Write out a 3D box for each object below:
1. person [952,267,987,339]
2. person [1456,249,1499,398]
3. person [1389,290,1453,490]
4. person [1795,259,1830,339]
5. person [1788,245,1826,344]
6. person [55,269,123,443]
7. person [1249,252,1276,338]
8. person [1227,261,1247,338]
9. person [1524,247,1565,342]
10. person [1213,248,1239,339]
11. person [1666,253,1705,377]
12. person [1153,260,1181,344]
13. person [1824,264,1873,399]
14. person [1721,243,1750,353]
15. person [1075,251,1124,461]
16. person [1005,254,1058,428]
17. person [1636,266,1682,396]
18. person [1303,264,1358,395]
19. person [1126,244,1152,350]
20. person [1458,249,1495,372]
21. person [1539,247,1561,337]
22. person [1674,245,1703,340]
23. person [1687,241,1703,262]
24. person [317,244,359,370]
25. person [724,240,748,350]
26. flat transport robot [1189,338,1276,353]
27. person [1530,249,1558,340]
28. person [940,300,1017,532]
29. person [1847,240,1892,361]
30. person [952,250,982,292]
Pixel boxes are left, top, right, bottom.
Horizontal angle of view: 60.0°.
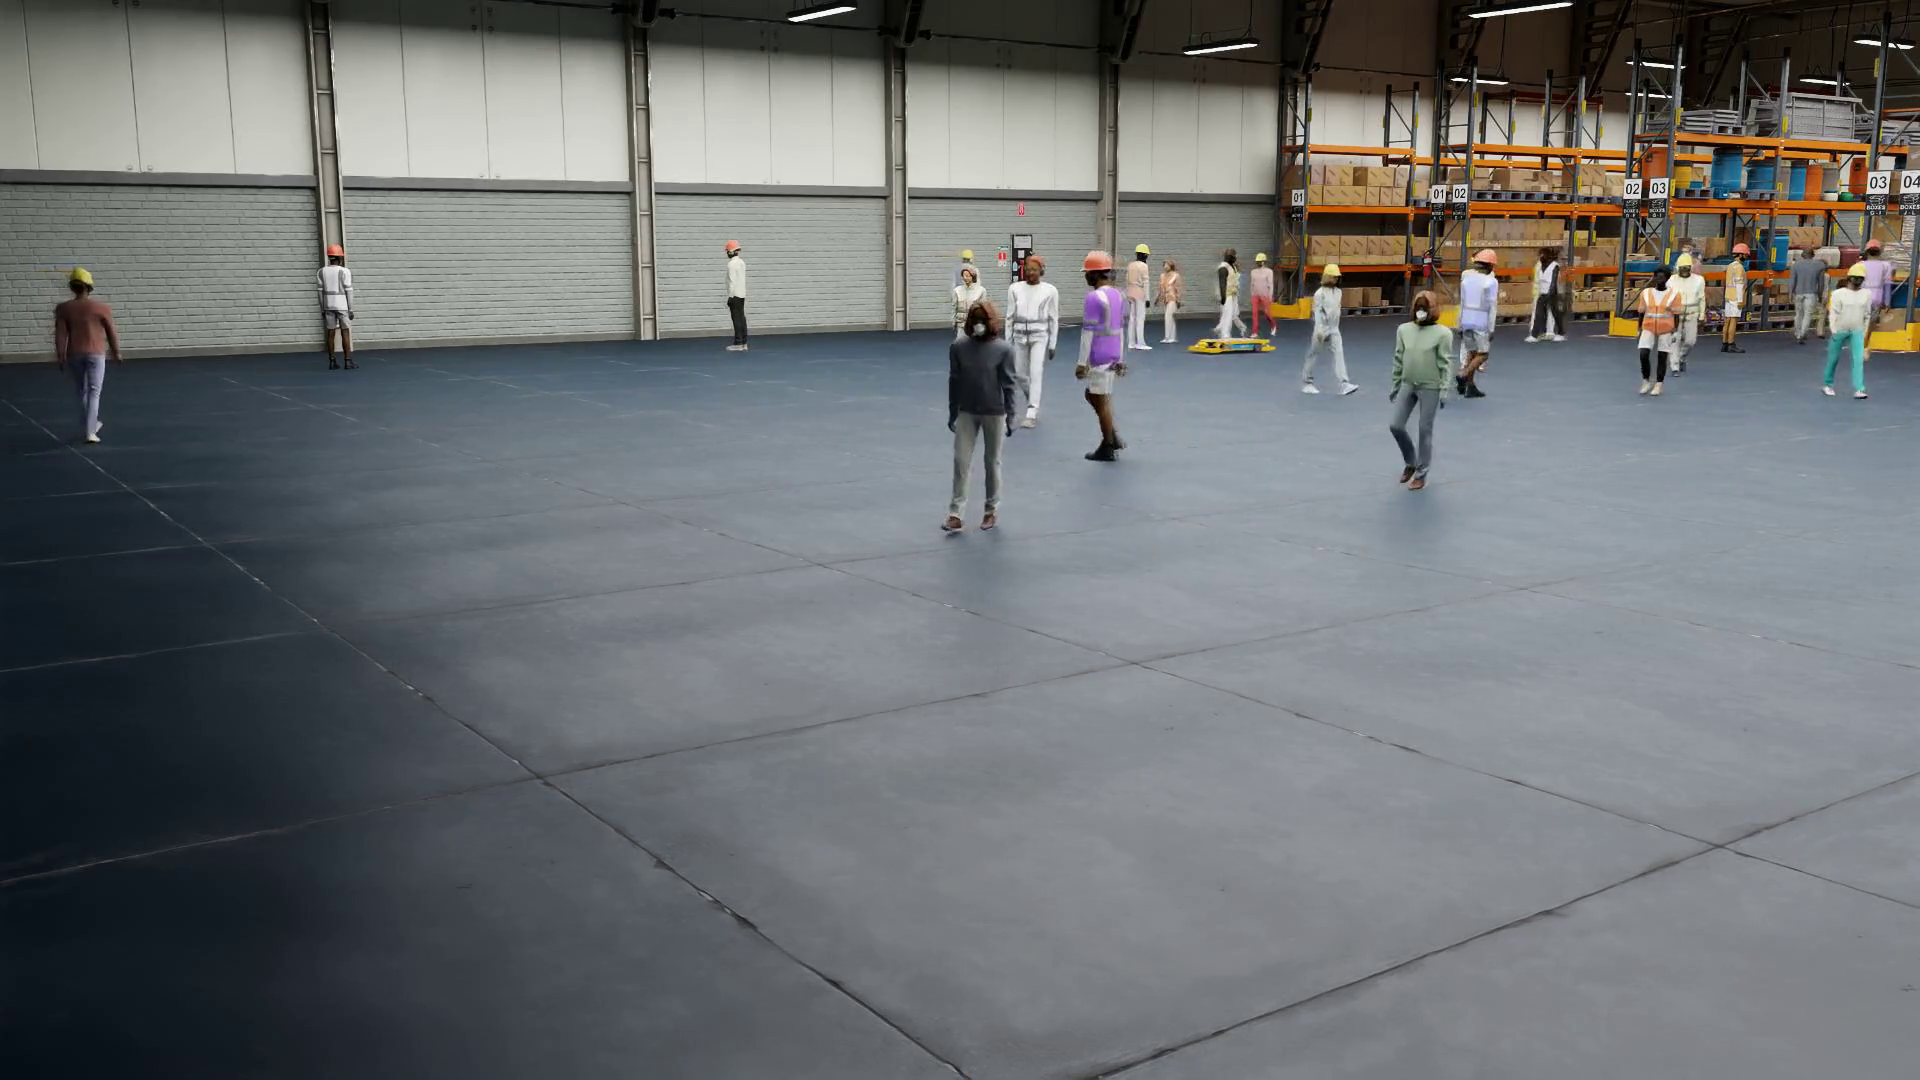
[{"bbox_3d":[0.134,-2.969,23.133,0.515,1.640,0.315,4,11,22],"label":"person"},{"bbox_3d":[6.519,-2.735,21.116,0.665,1.910,0.579,-7,13,-35],"label":"person"},{"bbox_3d":[3.738,-1.215,13.533,0.531,1.620,0.328,9,14,41],"label":"person"},{"bbox_3d":[17.243,-4.851,33.542,0.606,1.618,0.505,-3,11,-17],"label":"person"},{"bbox_3d":[16.306,-4.728,32.095,0.623,1.905,1.005,7,12,33],"label":"person"},{"bbox_3d":[-8.802,-1.860,16.824,0.538,1.726,0.882,-2,10,-9],"label":"person"},{"bbox_3d":[6.226,-5.027,34.144,0.528,1.743,0.722,8,13,38],"label":"person"},{"bbox_3d":[5.497,-4.827,33.382,0.634,1.614,0.520,-4,11,-21],"label":"person"},{"bbox_3d":[11.604,-4.836,32.793,1.015,1.867,0.584,-5,12,-27],"label":"person"},{"bbox_3d":[5.244,-4.793,32.622,0.451,1.826,0.647,5,11,25],"label":"person"},{"bbox_3d":[10.649,-3.312,24.530,0.609,1.814,0.470,2,11,13],"label":"person"},{"bbox_3d":[3.975,-4.588,32.095,0.710,1.611,0.526,-7,12,-34],"label":"person"},{"bbox_3d":[11.412,-2.683,21.367,0.533,1.715,0.930,1,10,7],"label":"person"},{"bbox_3d":[13.813,-4.299,29.603,0.352,1.941,0.543,1,10,4],"label":"person"},{"bbox_3d":[1.283,-1.677,15.275,0.432,1.921,0.542,5,12,27],"label":"person"},{"bbox_3d":[0.793,-2.171,18.131,0.594,1.867,0.689,4,11,22],"label":"person"},{"bbox_3d":[8.993,-2.689,21.456,0.555,1.677,0.518,7,12,34],"label":"person"},{"bbox_3d":[4.811,-2.730,21.647,0.503,1.690,0.917,-6,12,-30],"label":"person"},{"bbox_3d":[3.285,-4.440,30.431,0.382,1.919,0.584,-6,12,-29],"label":"person"},{"bbox_3d":[7.864,-3.492,25.359,0.513,1.876,0.325,2,10,9],"label":"person"},{"bbox_3d":[12.076,-5.048,33.988,0.345,1.840,0.504,-2,11,-10],"label":"person"},{"bbox_3d":[14.414,-4.919,33.112,0.424,1.891,0.674,-6,12,-28],"label":"person"},{"bbox_3d":[18.059,-6.412,41.186,0.371,1.941,0.627,-4,11,-21],"label":"person"},{"bbox_3d":[-9.678,-3.613,25.848,0.547,1.938,0.377,1,10,7],"label":"person"},{"bbox_3d":[-4.091,-4.445,30.250,0.396,1.992,0.619,3,11,14],"label":"person"},{"bbox_3d":[4.864,-3.483,29.704,1.431,0.197,0.652,-5,12,-26],"label":"flat transport robot"},{"bbox_3d":[11.731,-4.884,33.157,0.680,1.816,0.660,-1,10,-5],"label":"person"},{"bbox_3d":[0.124,-0.841,11.517,0.527,1.607,0.671,3,11,18],"label":"person"},{"bbox_3d":[15.237,-4.029,27.975,0.637,1.987,1.028,2,11,12],"label":"person"},{"bbox_3d":[0.193,-4.995,33.836,0.617,1.780,0.913,7,12,34],"label":"person"}]
